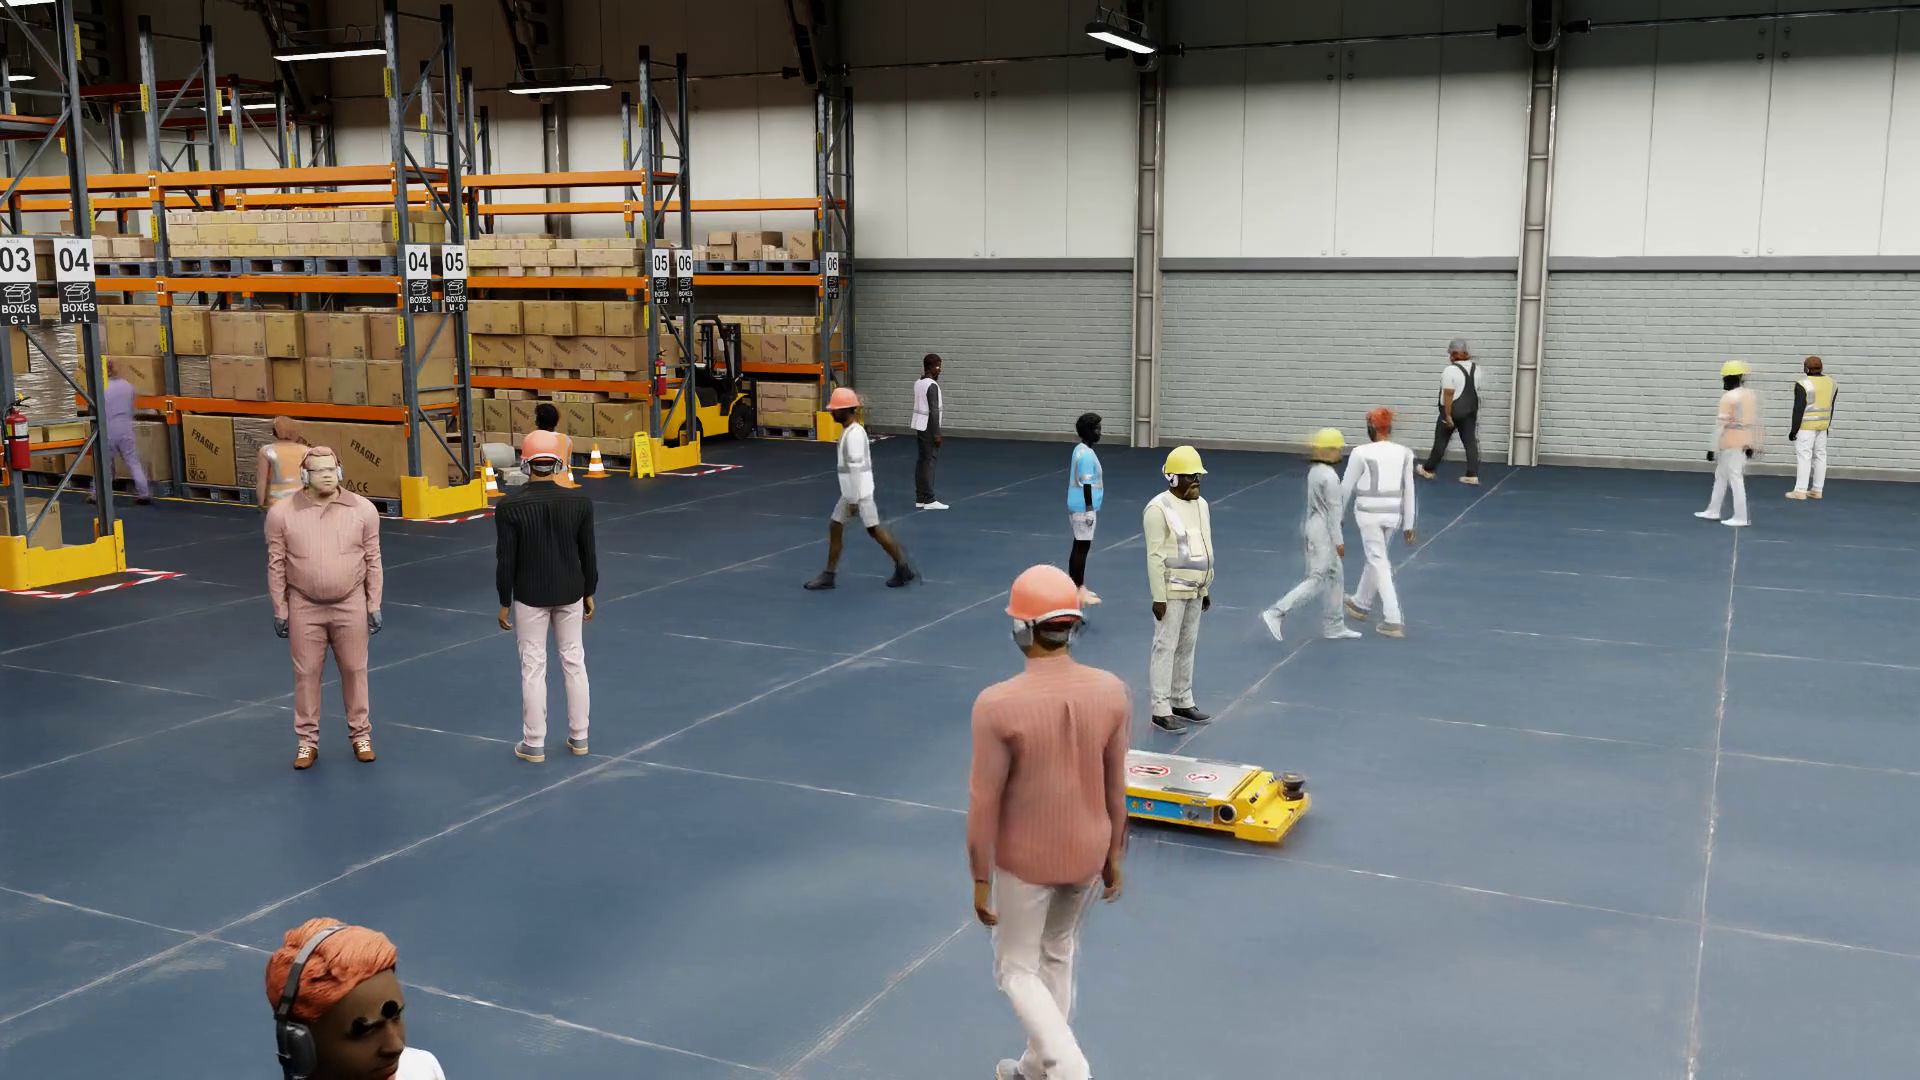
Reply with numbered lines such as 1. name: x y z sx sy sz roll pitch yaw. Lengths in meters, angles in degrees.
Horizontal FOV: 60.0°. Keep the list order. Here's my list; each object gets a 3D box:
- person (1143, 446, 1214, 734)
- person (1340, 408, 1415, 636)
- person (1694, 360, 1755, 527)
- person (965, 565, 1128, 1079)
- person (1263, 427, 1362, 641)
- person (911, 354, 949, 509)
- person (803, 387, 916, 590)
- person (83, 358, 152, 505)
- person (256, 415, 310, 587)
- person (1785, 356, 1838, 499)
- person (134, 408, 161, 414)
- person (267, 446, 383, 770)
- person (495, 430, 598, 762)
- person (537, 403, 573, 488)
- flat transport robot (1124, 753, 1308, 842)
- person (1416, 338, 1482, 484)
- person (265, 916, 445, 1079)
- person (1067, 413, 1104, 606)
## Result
1. person: 1.419 0.308 10.658 0.404 1.833 0.590 8 12 39
2. person: 3.382 -0.173 13.639 0.573 1.822 1.017 -4 10 -25
3. person: 8.792 -1.118 19.182 0.621 1.897 0.807 -8 12 -40
4. person: 0.331 1.071 5.580 0.623 1.969 0.790 -5 11 -29
5. person: 2.810 -0.039 13.147 0.770 1.714 0.484 0 9 0
6. person: -0.392 -1.335 20.492 0.391 1.914 0.587 -4 10 -22
7. person: -0.889 -0.465 15.271 1.024 1.887 0.552 -2 10 -13
8. person: -10.533 -1.343 20.733 1.006 1.859 0.648 5 10 26
9. person: -6.124 -0.329 15.174 0.549 1.623 0.530 8 12 41
10. person: 10.904 -1.437 21.345 0.621 1.840 0.430 -3 10 -17
11. person: -11.969 -1.971 24.312 0.545 1.939 0.374 -8 13 -42
12. person: -3.757 0.396 9.883 0.642 1.913 0.408 -4 10 -22
13. person: -2.482 0.334 10.002 0.617 1.994 0.381 -6 11 -31
14. person: -3.853 -0.446 15.700 0.318 1.697 0.533 3 10 20
15. flat transport robot: 1.107 1.351 9.038 1.431 0.197 0.652 5 10 26
16. person: 6.850 -1.822 23.082 0.693 2.000 1.012 -4 10 -24
17. person: -1.045 1.555 2.861 0.352 1.881 0.576 3 10 17
18. person: 1.108 -0.280 14.678 0.317 1.696 0.540 0 9 -3
